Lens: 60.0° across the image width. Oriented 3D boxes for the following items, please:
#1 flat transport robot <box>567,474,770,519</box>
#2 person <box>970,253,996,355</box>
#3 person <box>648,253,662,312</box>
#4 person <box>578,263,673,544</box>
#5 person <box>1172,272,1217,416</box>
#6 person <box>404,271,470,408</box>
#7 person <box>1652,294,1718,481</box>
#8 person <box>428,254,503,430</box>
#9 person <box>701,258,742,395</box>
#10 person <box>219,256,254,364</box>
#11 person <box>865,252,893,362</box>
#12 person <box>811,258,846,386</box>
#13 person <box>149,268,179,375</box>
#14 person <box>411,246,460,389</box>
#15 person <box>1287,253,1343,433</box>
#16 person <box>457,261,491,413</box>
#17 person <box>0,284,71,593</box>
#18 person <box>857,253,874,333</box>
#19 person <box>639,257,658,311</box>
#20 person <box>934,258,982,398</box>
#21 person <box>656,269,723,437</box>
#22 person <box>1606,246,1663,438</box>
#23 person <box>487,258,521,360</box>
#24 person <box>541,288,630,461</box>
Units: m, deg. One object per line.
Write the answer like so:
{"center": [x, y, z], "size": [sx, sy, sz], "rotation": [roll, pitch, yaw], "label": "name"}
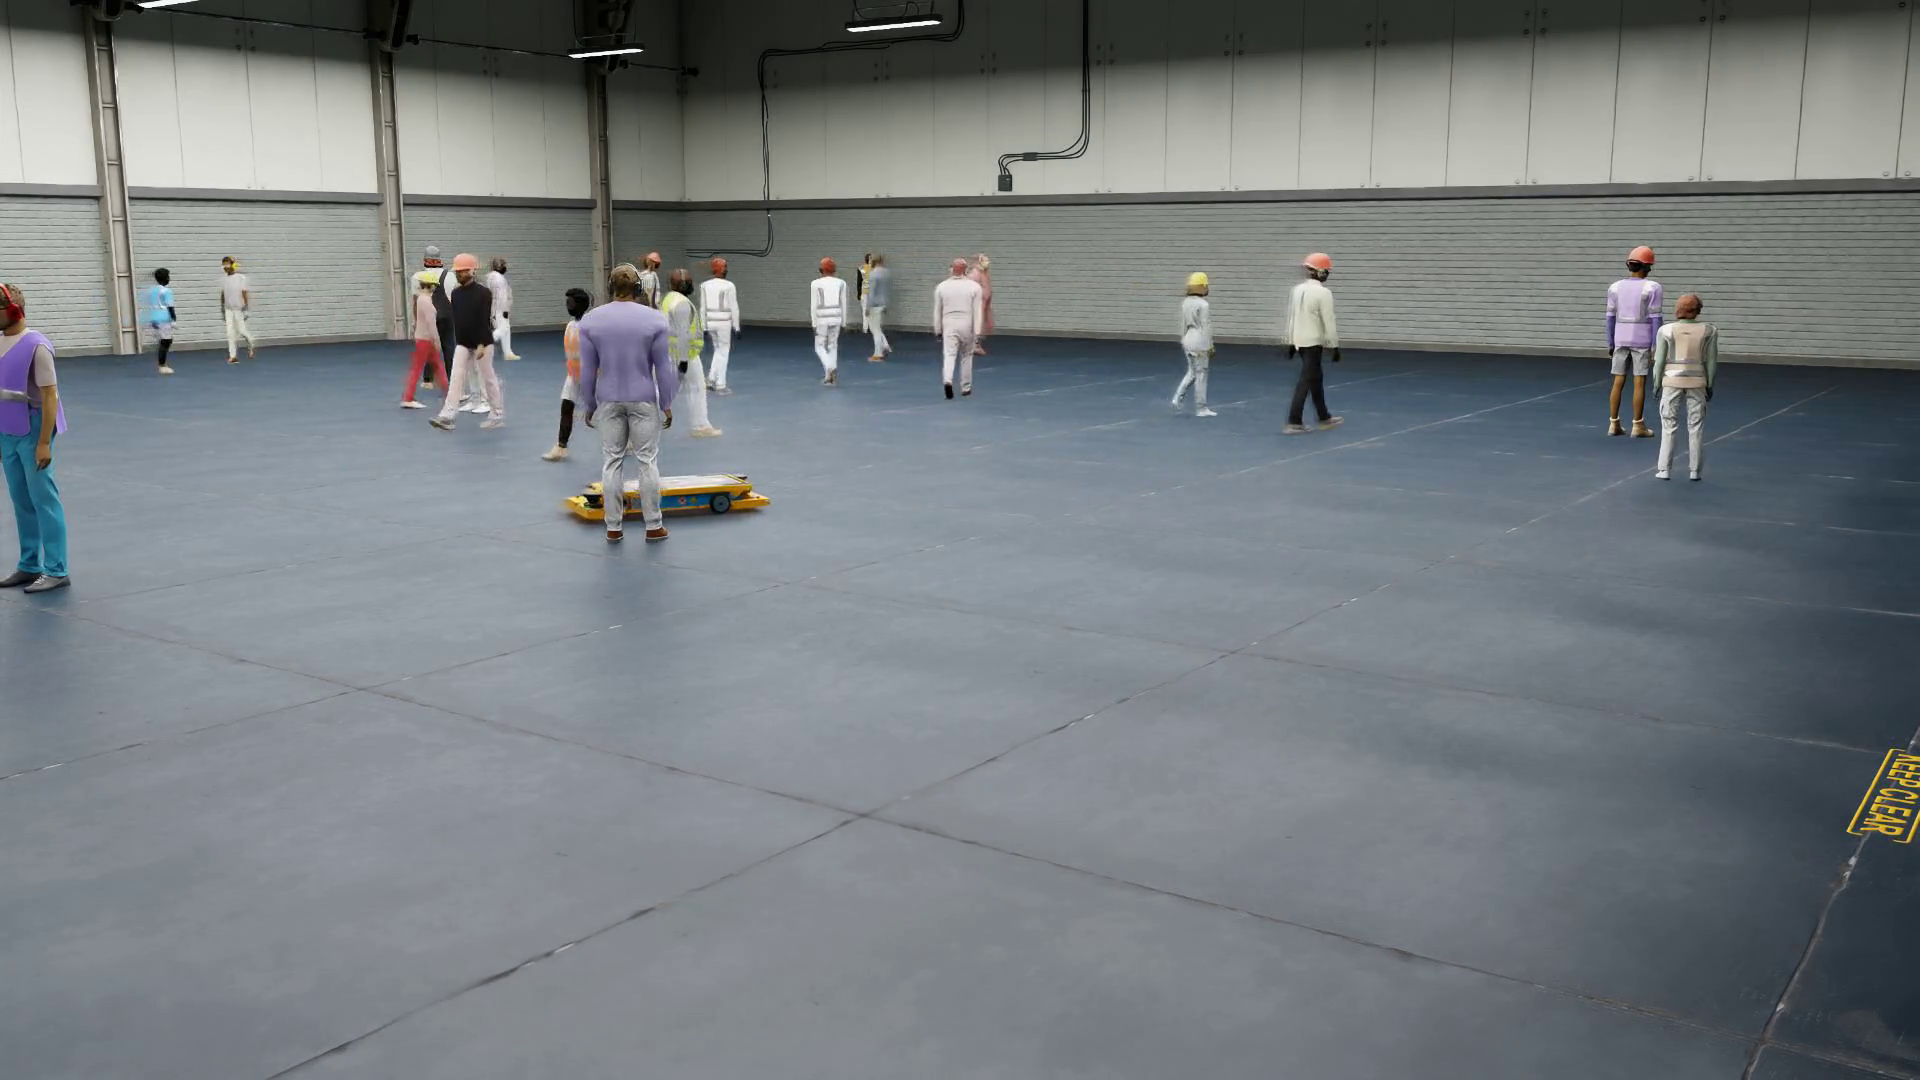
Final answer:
{"center": [-2.262, -0.350, 12.905], "size": [1.431, 0.197, 0.652], "rotation": [-5, 11, -26], "label": "flat transport robot"}
{"center": [0.422, -4.372, 30.902], "size": [0.436, 1.888, 0.671], "rotation": [4, 11, 19], "label": "person"}
{"center": [-6.254, -4.862, 33.662], "size": [0.980, 1.895, 0.559], "rotation": [-1, 10, -7], "label": "person"}
{"center": [-2.300, -0.936, 11.520], "size": [0.635, 1.937, 0.354], "rotation": [0, 10, -3], "label": "person"}
{"center": [2.863, -2.342, 19.960], "size": [0.449, 1.737, 0.504], "rotation": [-4, 11, -22], "label": "person"}
{"center": [-6.643, -2.523, 21.004], "size": [0.903, 1.718, 0.547], "rotation": [-4, 11, -21], "label": "person"}
{"center": [6.337, -1.330, 14.572], "size": [0.515, 1.636, 0.315], "rotation": [3, 11, 16], "label": "person"}
{"center": [-5.473, -2.172, 18.412], "size": [0.615, 1.950, 0.981], "rotation": [5, 11, 25], "label": "person"}
{"center": [-3.275, -2.925, 22.871], "size": [0.578, 1.871, 0.423], "rotation": [7, 12, 34], "label": "person"}
{"center": [-12.592, -4.002, 28.916], "size": [0.542, 1.854, 0.628], "rotation": [1, 10, 3], "label": "person"}
{"center": [-1.483, -4.090, 29.232], "size": [0.429, 1.928, 0.633], "rotation": [3, 11, 17], "label": "person"}
{"center": [-1.895, -3.162, 24.185], "size": [0.580, 1.868, 0.511], "rotation": [-5, 11, -27], "label": "person"}
{"center": [-12.622, -3.470, 26.408], "size": [0.549, 1.678, 0.424], "rotation": [8, 13, 40], "label": "person"}
{"center": [-7.552, -3.197, 23.894], "size": [0.688, 2.000, 0.538], "rotation": [-7, 13, -36], "label": "person"}
{"center": [3.982, -2.154, 18.257], "size": [0.920, 1.955, 0.662], "rotation": [-4, 11, -21], "label": "person"}
{"center": [-5.986, -2.514, 20.393], "size": [0.593, 1.924, 0.381], "rotation": [10, 14, 43], "label": "person"}
{"center": [-5.587, -0.608, 9.962], "size": [0.563, 1.837, 0.389], "rotation": [7, 12, 32], "label": "person"}
{"center": [-2.091, -5.731, 38.656], "size": [0.633, 1.839, 0.429], "rotation": [-3, 11, -15], "label": "person"}
{"center": [-6.164, -4.655, 32.708], "size": [0.876, 1.811, 0.514], "rotation": [-7, 12, -35], "label": "person"}
{"center": [-0.033, -2.854, 22.447], "size": [0.651, 1.879, 0.892], "rotation": [1, 10, 8], "label": "person"}
{"center": [-3.026, -1.980, 17.736], "size": [0.869, 1.816, 0.632], "rotation": [-5, 11, -25], "label": "person"}
{"center": [7.240, -2.118, 17.844], "size": [0.373, 2.043, 0.615], "rotation": [-9, 13, -40], "label": "person"}
{"center": [-8.196, -4.079, 29.449], "size": [0.699, 1.826, 0.633], "rotation": [-4, 11, -21], "label": "person"}
{"center": [-3.596, -1.594, 15.996], "size": [0.529, 1.655, 0.866], "rotation": [10, 14, 43], "label": "person"}
